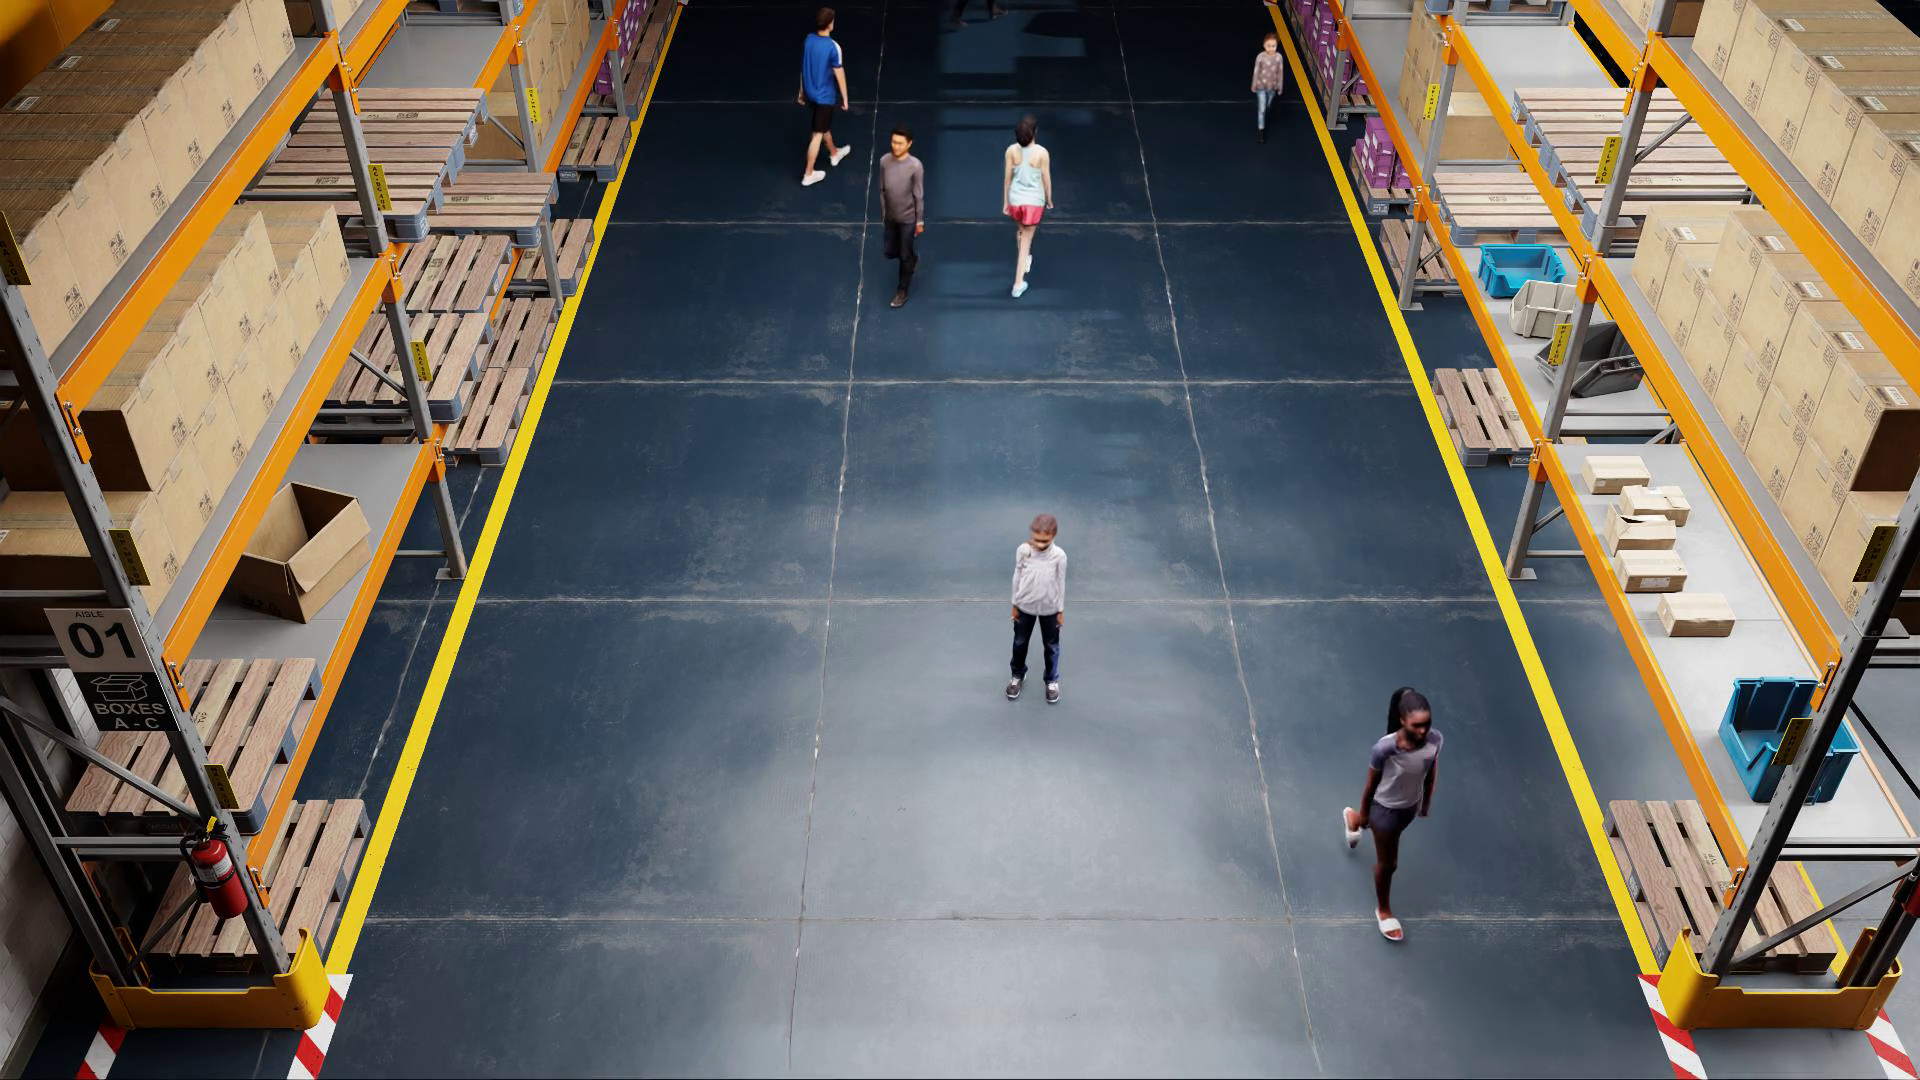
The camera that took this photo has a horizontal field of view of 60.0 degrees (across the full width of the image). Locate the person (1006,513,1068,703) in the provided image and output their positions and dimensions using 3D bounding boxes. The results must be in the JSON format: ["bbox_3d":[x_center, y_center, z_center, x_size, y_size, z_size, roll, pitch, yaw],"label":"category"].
[{"bbox_3d":[0.541,0.432,11.329,0.567,1.560,0.570,6,39,8],"label":"person"}]

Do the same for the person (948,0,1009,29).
[{"bbox_3d":[0.193,-7.249,20.872,0.989,1.653,1.150,-16,41,-19],"label":"person"}]

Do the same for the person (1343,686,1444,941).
[{"bbox_3d":[2.538,1.516,9.861,0.839,1.699,1.167,-11,40,-14],"label":"person"}]

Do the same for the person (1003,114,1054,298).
[{"bbox_3d":[0.596,-3.101,15.611,0.794,1.736,1.019,15,41,18],"label":"person"}]

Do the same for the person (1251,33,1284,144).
[{"bbox_3d":[3.424,-5.083,18.543,0.483,1.176,0.798,0,39,0],"label":"person"}]

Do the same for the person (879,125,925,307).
[{"bbox_3d":[-0.496,-3.053,15.535,0.965,1.757,0.859,2,39,3],"label":"person"}]

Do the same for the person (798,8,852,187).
[{"bbox_3d":[-1.526,-4.618,17.442,1.067,1.822,1.192,25,45,28],"label":"person"}]
